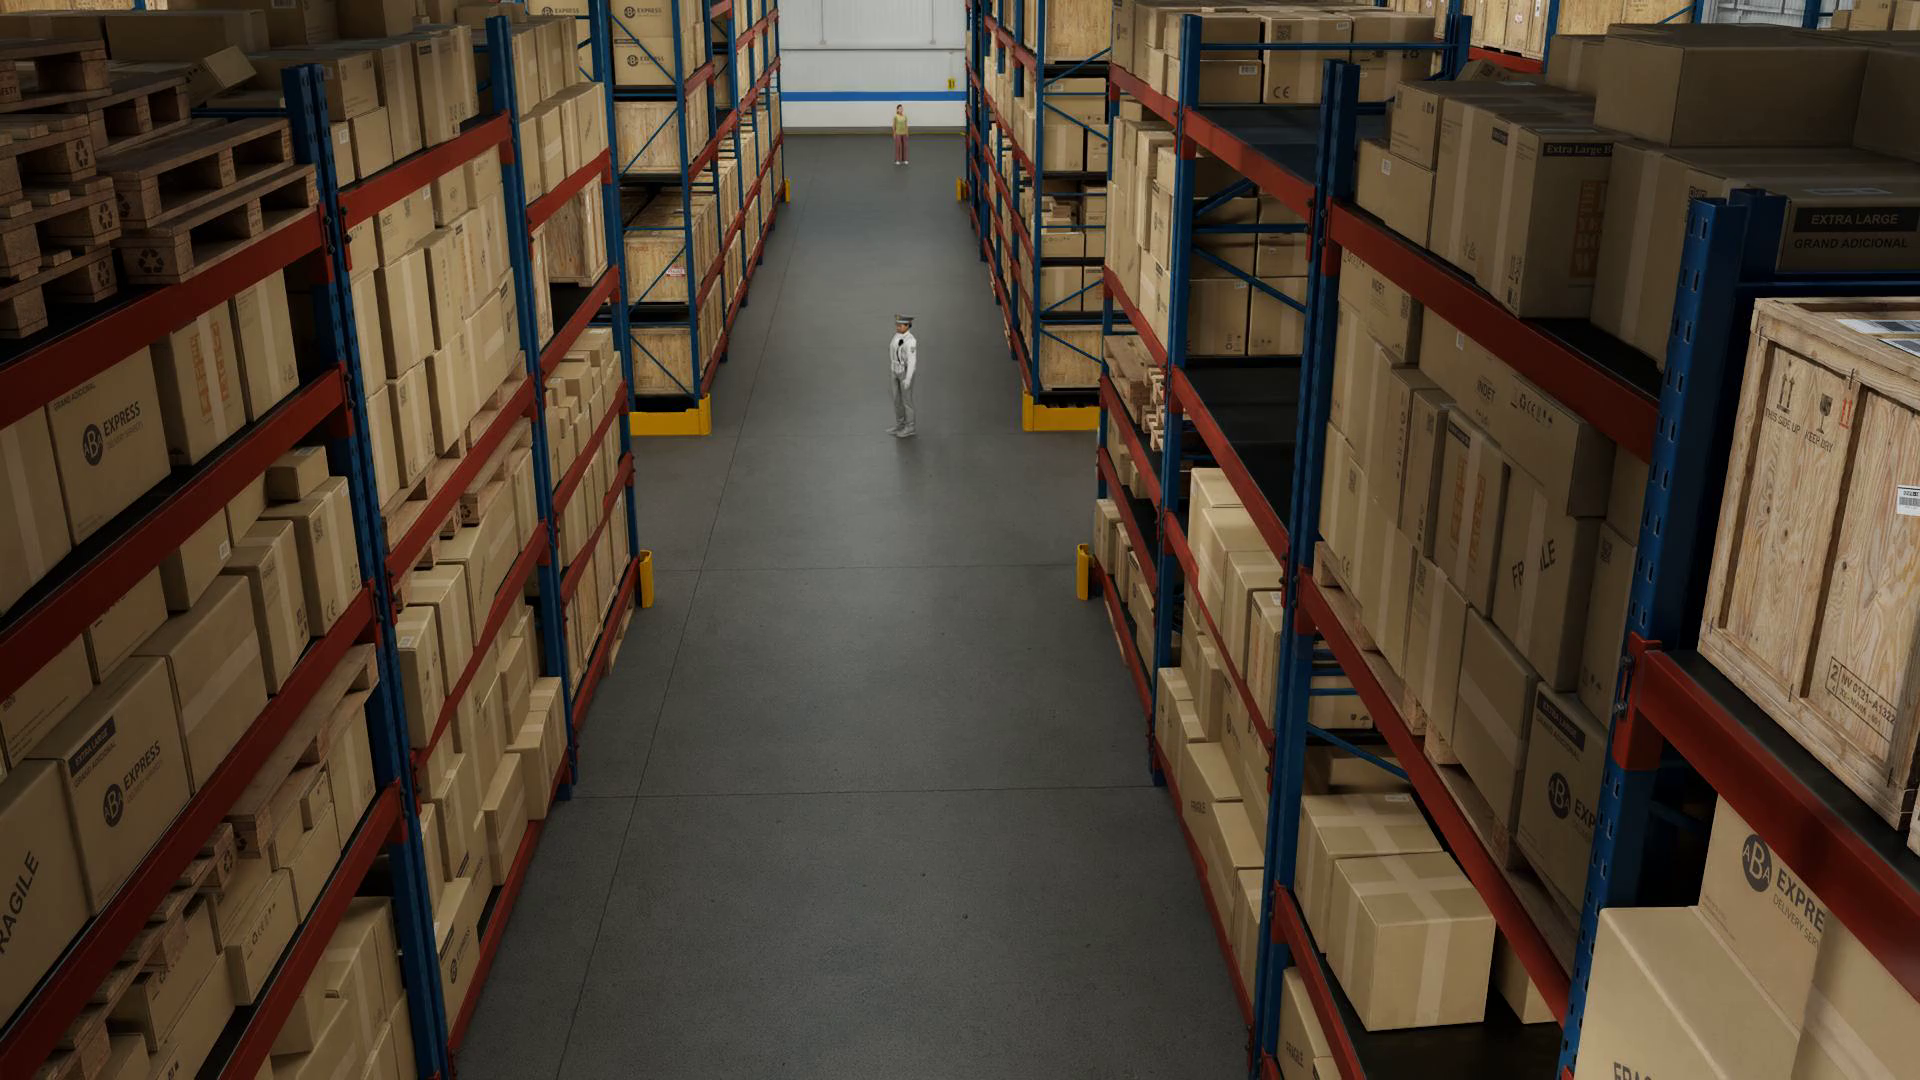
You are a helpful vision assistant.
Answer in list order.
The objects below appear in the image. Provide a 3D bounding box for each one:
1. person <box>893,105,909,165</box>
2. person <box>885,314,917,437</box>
[{"bbox_3d":[-1.695,-11.693,47.961,0.432,1.673,0.384,-8,22,-21],"label":"person"},{"bbox_3d":[-0.789,-2.239,22.604,0.353,1.698,0.513,-12,24,-29],"label":"person"}]
